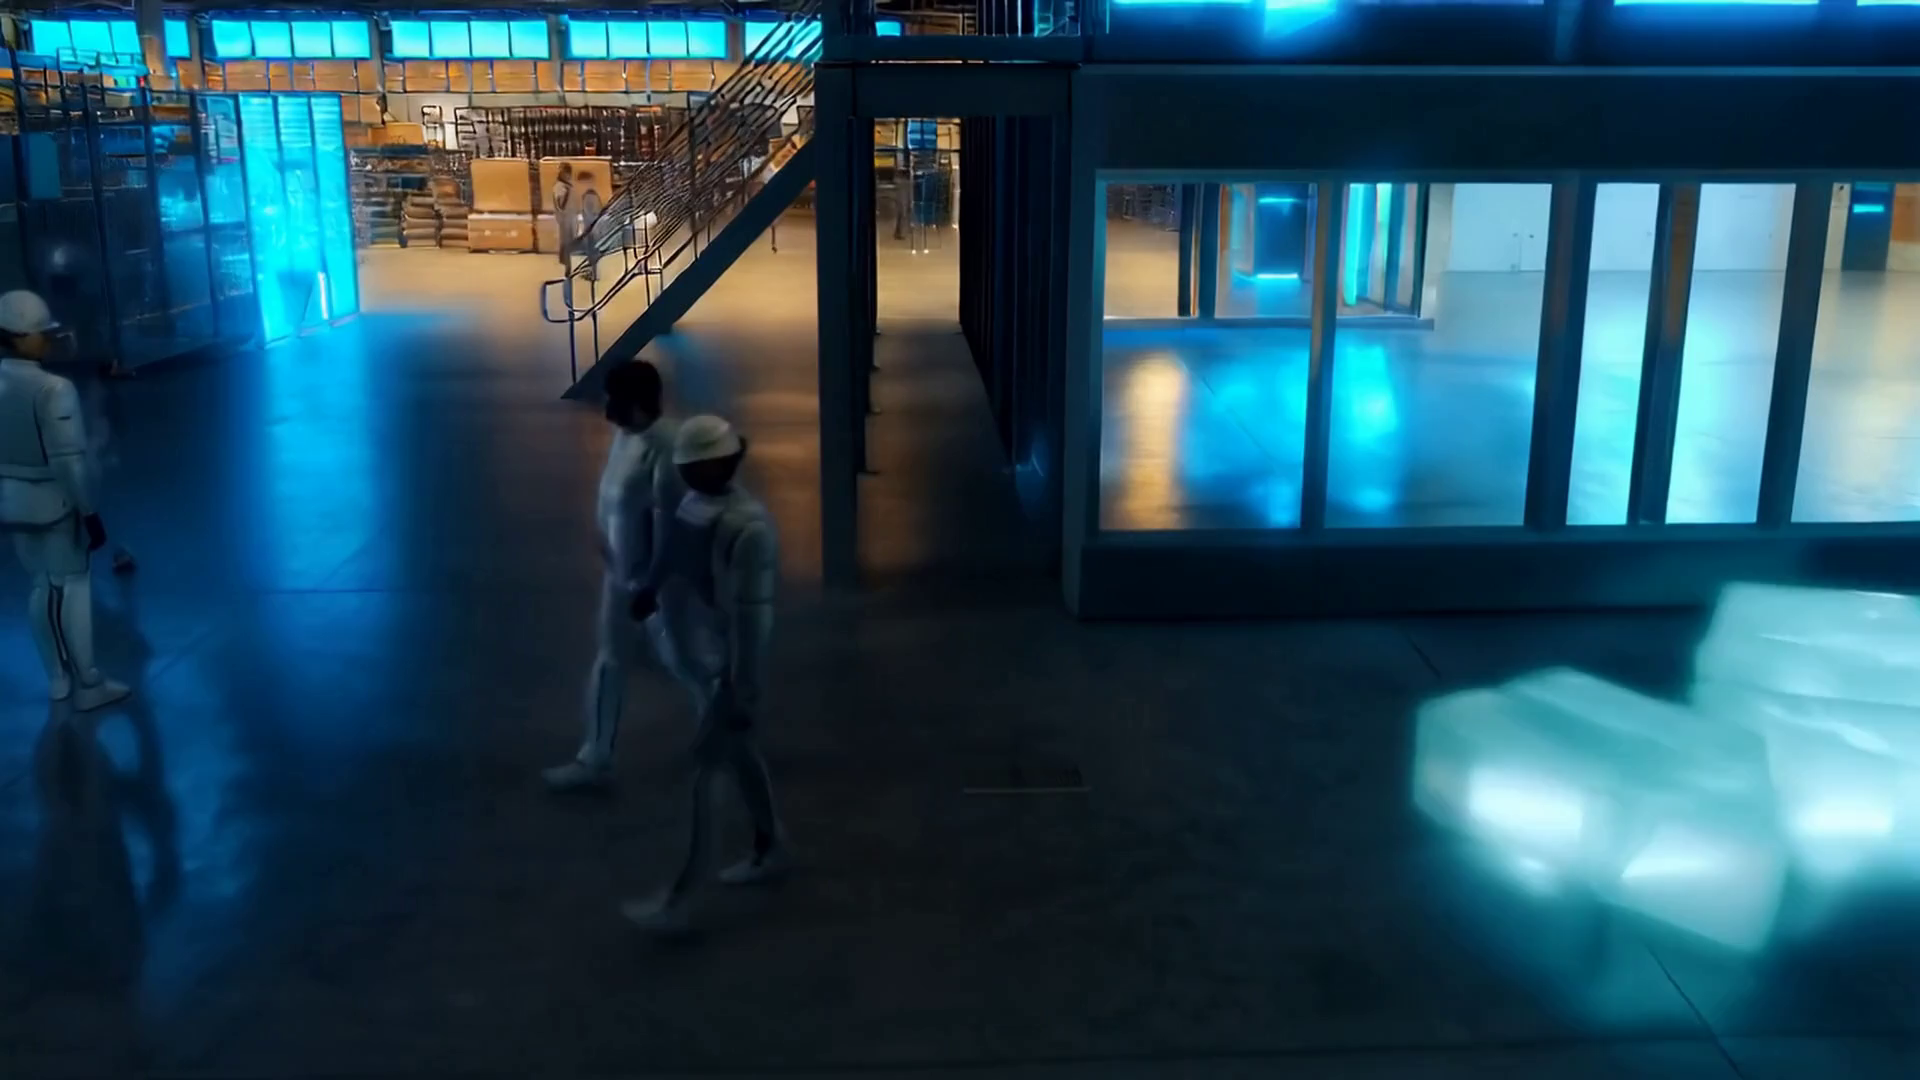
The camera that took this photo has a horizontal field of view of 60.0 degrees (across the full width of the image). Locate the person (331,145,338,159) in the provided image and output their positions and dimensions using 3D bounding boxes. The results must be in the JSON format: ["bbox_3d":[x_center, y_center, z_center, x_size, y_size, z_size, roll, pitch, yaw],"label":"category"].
[{"bbox_3d":[-30.207,-18.212,80.347,0.937,1.785,0.596,-2,14,-9],"label":"person"}]

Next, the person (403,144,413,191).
[{"bbox_3d":[-22.356,-15.066,67.441,0.406,1.945,0.614,-9,17,-31],"label":"person"}]

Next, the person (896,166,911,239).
[{"bbox_3d":[-1.371,-8.145,40.174,0.398,1.756,0.525,3,14,12],"label":"person"}]

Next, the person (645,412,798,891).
[{"bbox_3d":[-0.916,0.395,6.089,0.852,1.726,0.545,-12,18,-39],"label":"person"}]

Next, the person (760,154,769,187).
[{"bbox_3d":[-6.170,-11.165,52.088,0.835,1.839,0.524,1,14,3],"label":"person"}]

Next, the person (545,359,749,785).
[{"bbox_3d":[-1.275,0.133,7.003,0.942,1.804,0.633,-9,17,-31],"label":"person"}]

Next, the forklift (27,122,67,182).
[{"bbox_3d":[-35.376,-14.773,64.377,1.129,2.768,1.873,-1,14,-2],"label":"forklift"}]

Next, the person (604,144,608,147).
[{"bbox_3d":[-18.794,-20.189,88.145,0.404,1.836,0.590,-6,15,-23],"label":"person"}]

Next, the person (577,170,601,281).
[{"bbox_3d":[-6.592,-5.584,29.560,0.377,1.938,0.547,-2,14,-7],"label":"person"}]

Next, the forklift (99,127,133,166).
[{"bbox_3d":[-37.942,-17.293,74.449,1.129,2.768,1.873,-1,14,-2],"label":"forklift"}]

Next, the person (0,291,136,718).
[{"bbox_3d":[-4.256,-0.151,7.731,0.610,1.996,0.378,3,14,14],"label":"person"}]

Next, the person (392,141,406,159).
[{"bbox_3d":[-27.683,-18.700,82.076,0.643,1.895,0.414,-11,18,-36],"label":"person"}]

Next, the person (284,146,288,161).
[{"bbox_3d":[-33.957,-19.044,83.847,0.928,1.694,0.570,7,16,27],"label":"person"}]

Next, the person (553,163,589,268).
[{"bbox_3d":[-7.457,-6.244,31.993,0.745,2.000,0.693,3,14,13],"label":"person"}]

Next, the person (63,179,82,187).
[{"bbox_3d":[-12.109,-4.029,23.247,0.938,2.011,0.614,-7,16,-26],"label":"person"}]

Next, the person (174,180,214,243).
[{"bbox_3d":[-11.531,-4.466,25.141,0.653,1.915,0.439,1,14,4],"label":"person"}]

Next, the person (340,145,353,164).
[{"bbox_3d":[-27.426,-16.758,74.437,0.601,1.831,0.404,1,14,6],"label":"person"}]

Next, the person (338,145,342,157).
[{"bbox_3d":[-32.563,-19.977,87.508,0.493,1.712,0.648,6,15,23],"label":"person"}]
